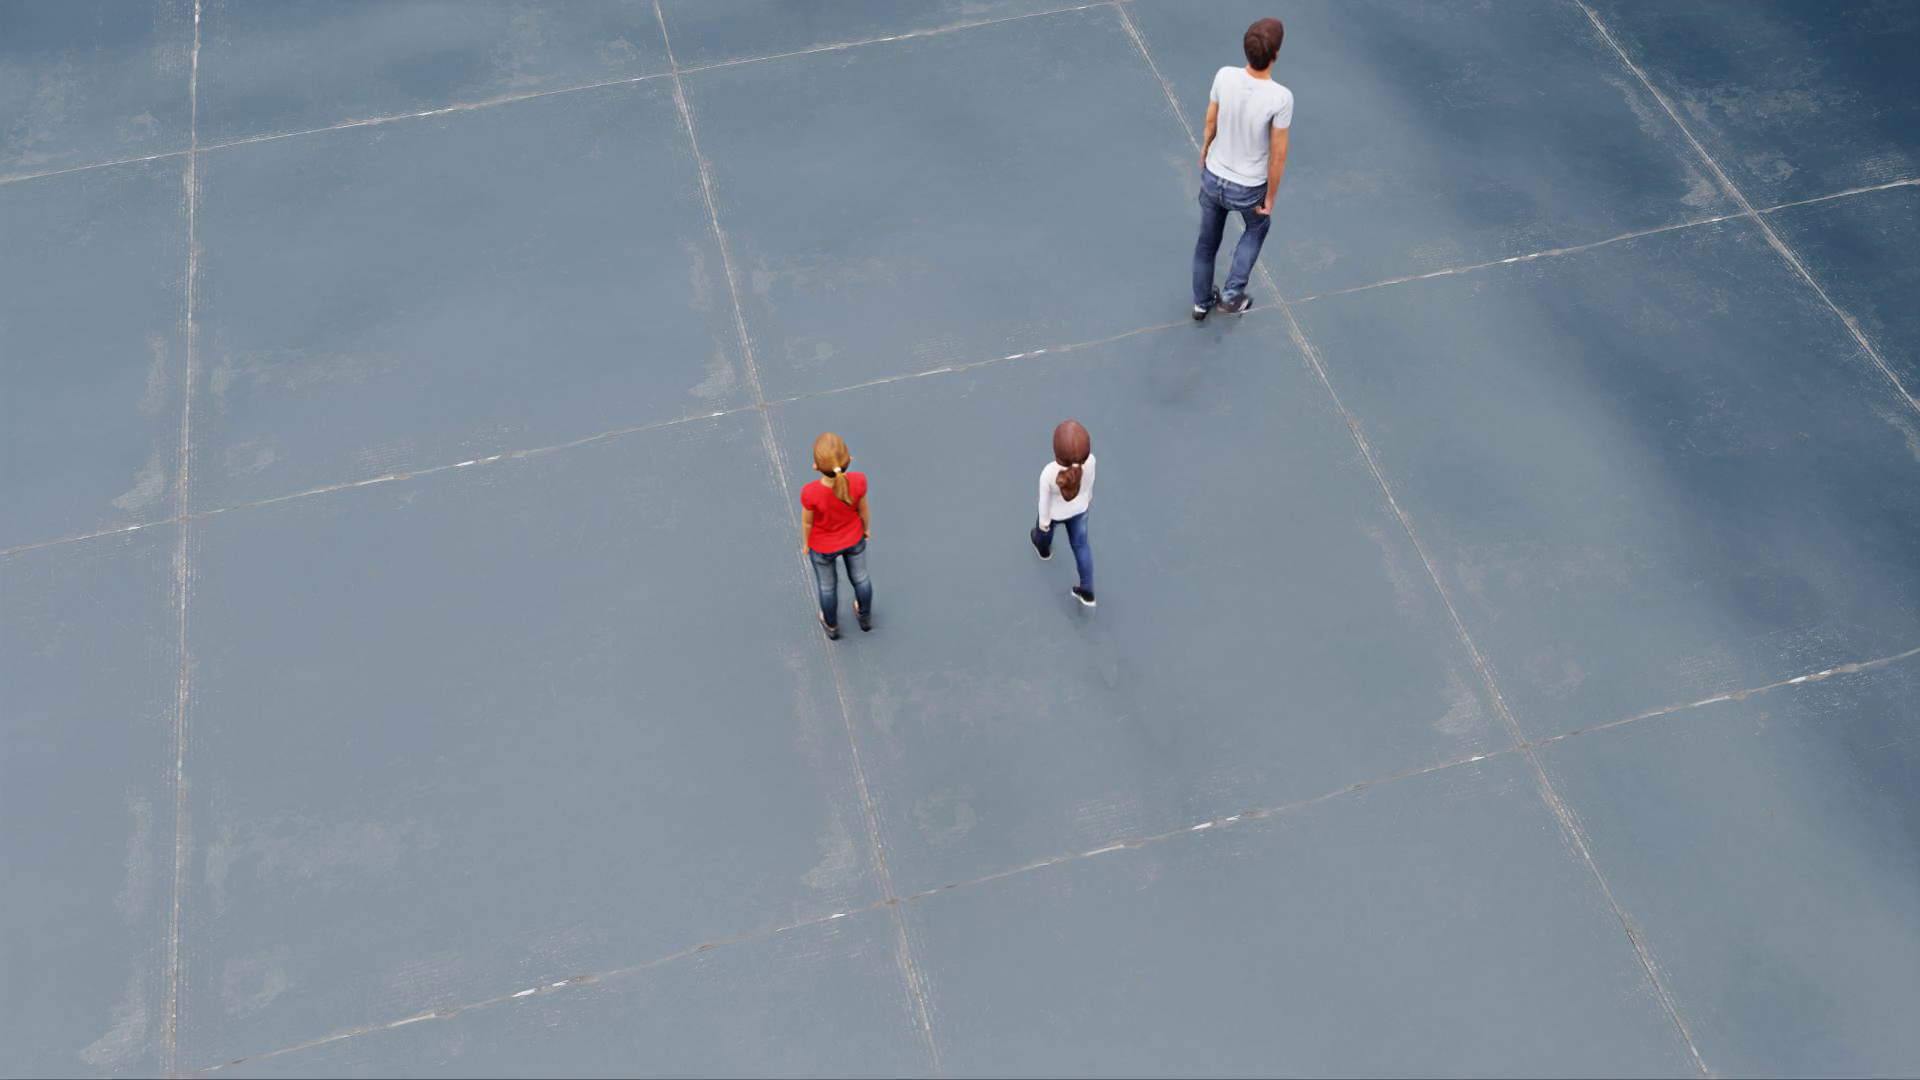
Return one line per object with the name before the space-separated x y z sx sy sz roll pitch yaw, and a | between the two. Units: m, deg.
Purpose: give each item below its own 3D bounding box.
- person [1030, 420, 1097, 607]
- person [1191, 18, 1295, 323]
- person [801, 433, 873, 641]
person | 0.522 -0.130 7.809 0.495 1.090 0.809 -17 54 -13
person | 1.394 -1.824 8.638 0.764 1.854 0.815 21 55 16
person | -0.556 0.001 7.570 0.485 1.307 0.504 -18 54 -13
